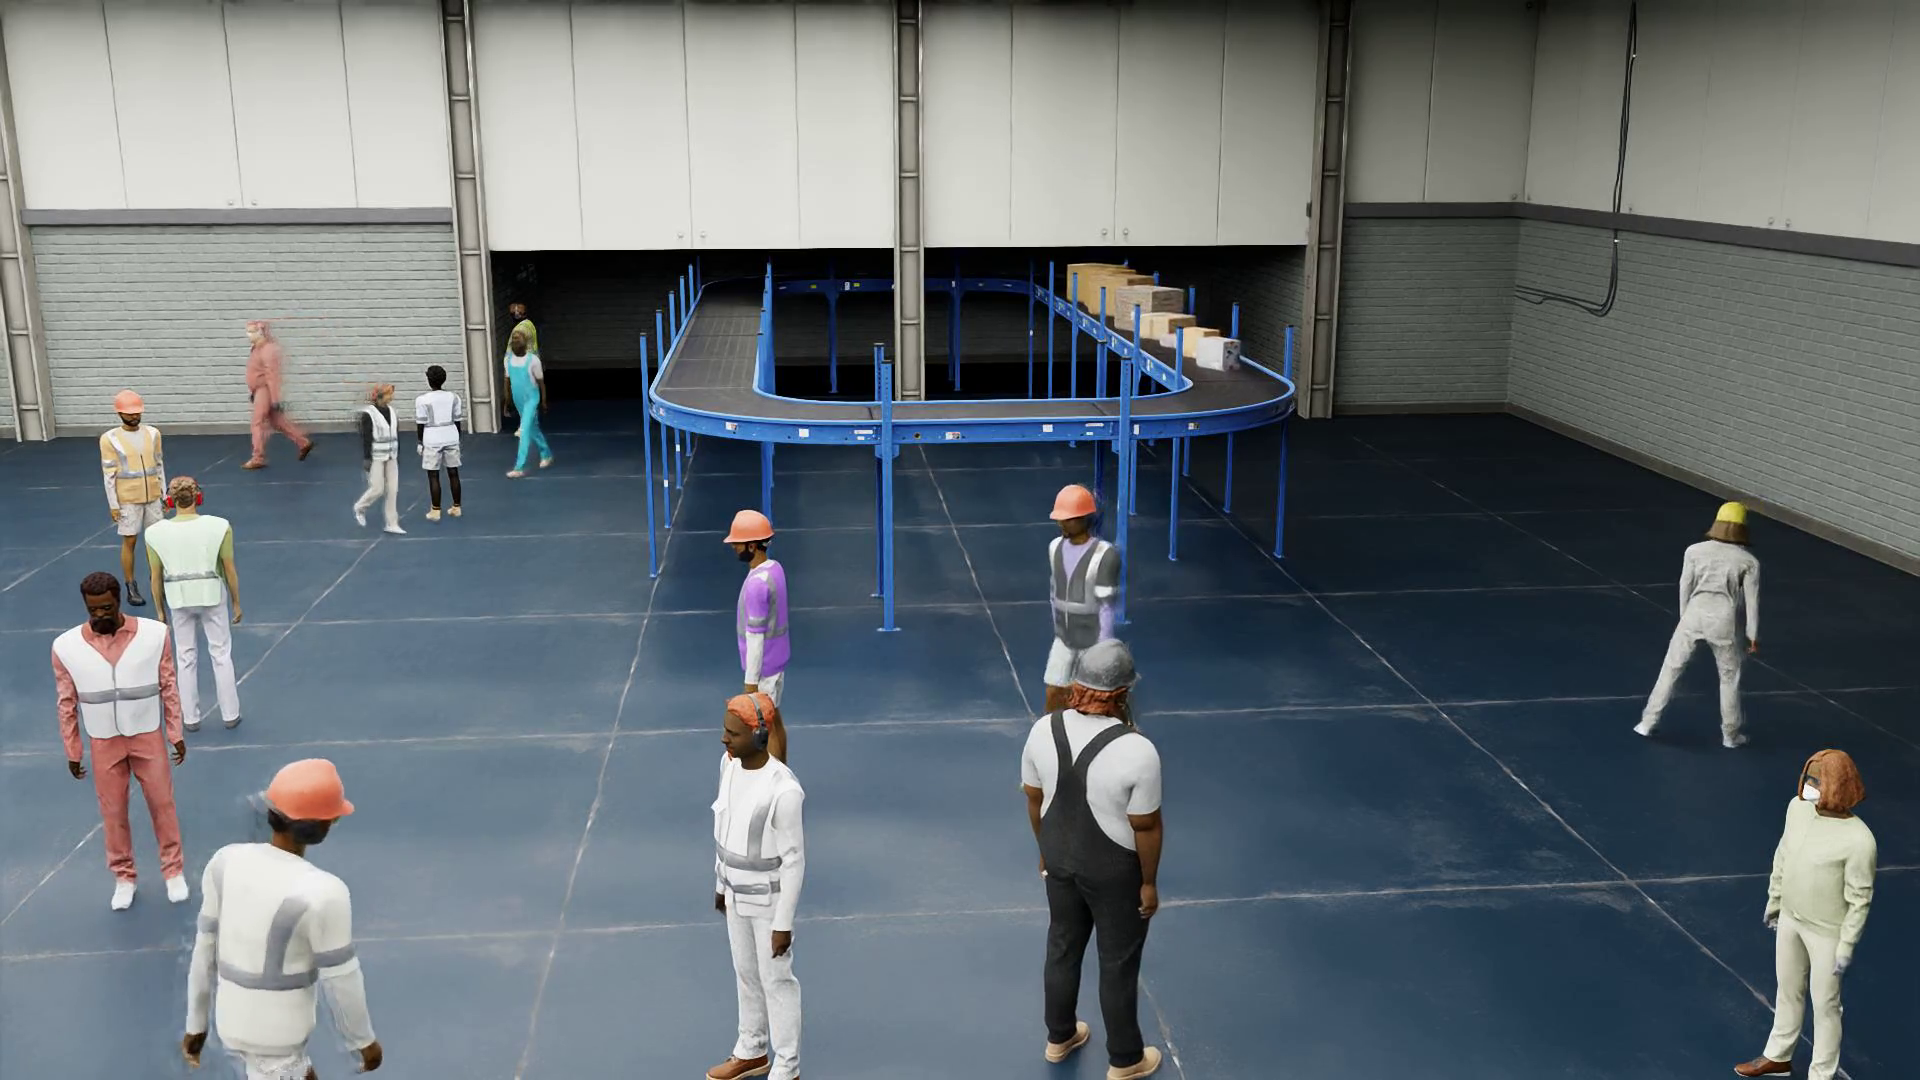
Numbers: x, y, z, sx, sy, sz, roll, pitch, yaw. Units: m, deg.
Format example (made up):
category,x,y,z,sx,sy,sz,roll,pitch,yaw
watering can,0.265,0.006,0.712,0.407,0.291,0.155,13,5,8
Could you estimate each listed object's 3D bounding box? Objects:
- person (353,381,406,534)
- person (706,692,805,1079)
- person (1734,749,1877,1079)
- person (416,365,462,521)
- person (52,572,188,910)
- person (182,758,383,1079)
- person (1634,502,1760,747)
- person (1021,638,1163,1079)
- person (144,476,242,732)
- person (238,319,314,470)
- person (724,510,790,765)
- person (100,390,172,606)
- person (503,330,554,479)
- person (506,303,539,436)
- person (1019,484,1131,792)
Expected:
category,x,y,z,sx,sy,sz,roll,pitch,yaw
person,-6.117,-0.864,17.458,0.528,1.616,0.539,6,15,23
person,-0.890,1.561,7.233,0.355,1.883,0.575,-11,18,-38
person,3.708,1.683,7.244,0.279,1.634,0.498,-4,15,-15
person,-5.650,-1.055,18.098,0.535,1.690,0.319,-13,19,-43
person,-4.578,1.080,9.114,0.599,1.908,0.405,-7,15,-24
person,-2.487,1.779,6.178,0.621,1.966,0.967,8,16,29
person,5.136,0.592,11.477,0.714,1.706,0.503,8,16,30
person,0.644,1.417,7.484,0.684,2.000,0.536,11,18,38
person,-5.377,0.464,11.719,0.560,1.836,0.394,-5,15,-18
person,-8.661,-1.850,20.902,0.880,1.874,0.646,-7,16,-27
person,-1.256,0.758,10.360,0.381,1.929,0.538,1,14,6
person,-7.346,-0.385,14.903,0.368,1.935,0.552,10,17,34
person,-5.313,-1.703,20.490,0.495,1.799,0.984,7,15,25
person,-6.050,-2.362,23.031,0.429,1.837,0.622,-2,14,-6
person,0.822,0.609,10.819,0.628,2.006,1.017,13,19,41
